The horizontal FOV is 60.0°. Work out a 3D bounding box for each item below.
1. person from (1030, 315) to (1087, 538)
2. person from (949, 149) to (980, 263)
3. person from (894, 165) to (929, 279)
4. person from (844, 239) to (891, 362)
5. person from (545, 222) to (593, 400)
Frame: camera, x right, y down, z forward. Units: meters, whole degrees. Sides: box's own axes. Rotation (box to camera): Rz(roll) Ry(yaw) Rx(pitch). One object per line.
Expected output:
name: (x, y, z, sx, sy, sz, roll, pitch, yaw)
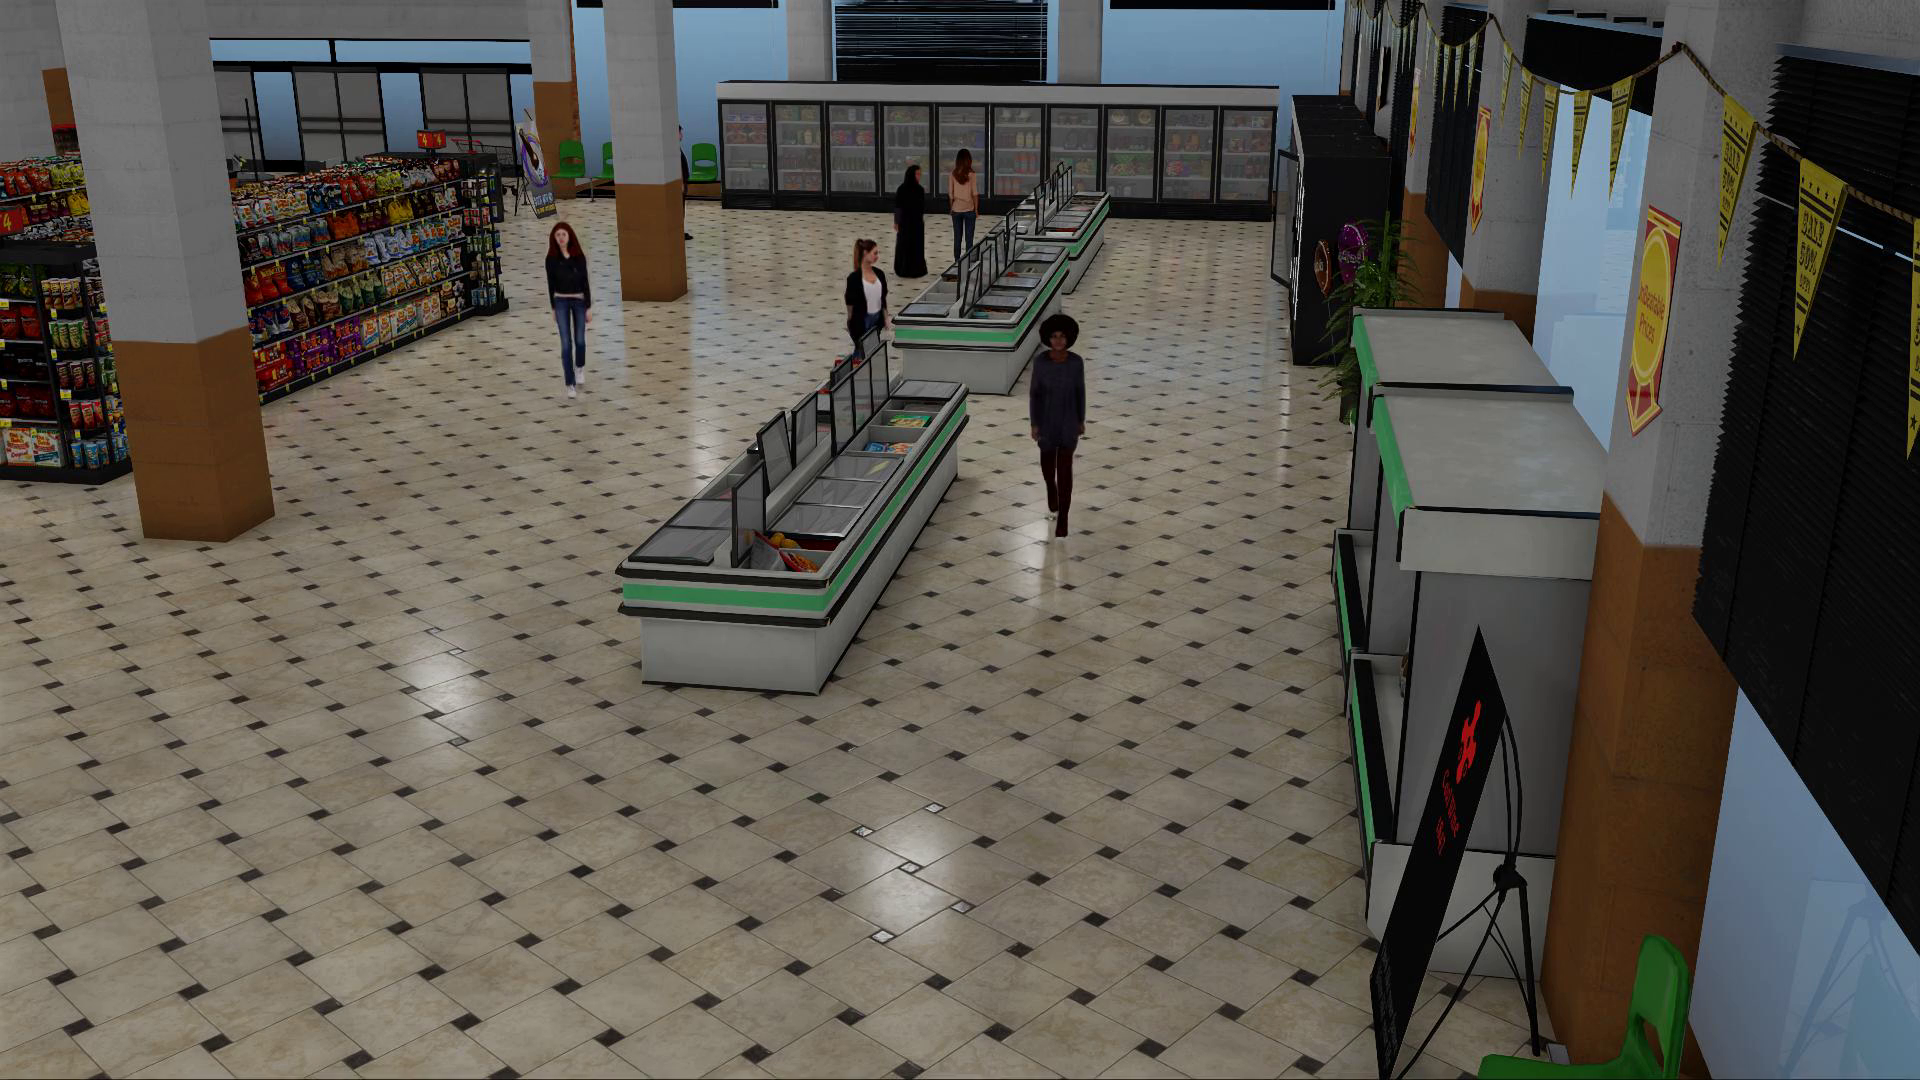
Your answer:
person: (0.742, -0.907, 12.917, 0.620, 1.671, 1.123, 2, 19, 6)
person: (0.051, -4.806, 24.290, 0.610, 1.792, 0.556, 6, 19, 17)
person: (-0.747, -4.569, 23.891, 1.024, 1.598, 1.205, -5, 19, -16)
person: (-0.997, -2.169, 16.718, 1.129, 1.635, 1.112, -15, 24, -37)
person: (-3.993, -2.362, 17.133, 0.940, 1.735, 1.285, -5, 19, -14)
